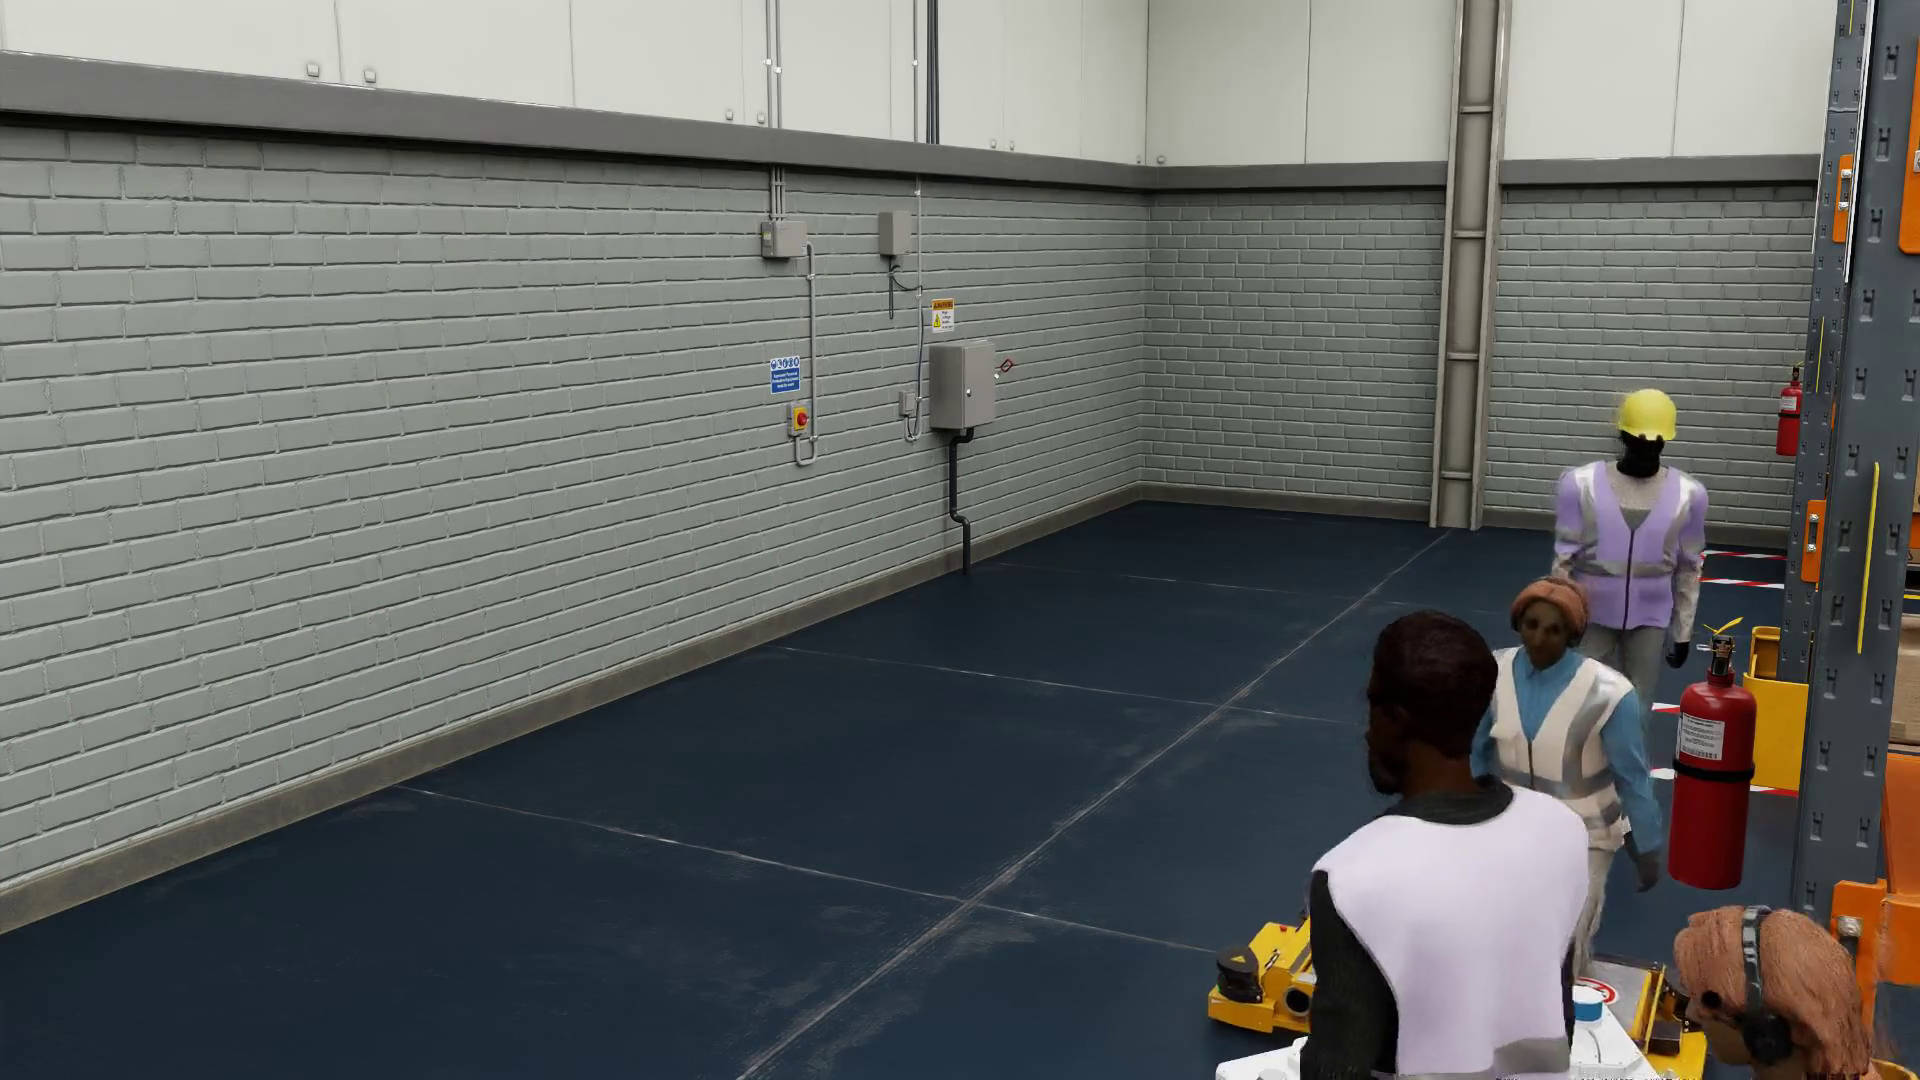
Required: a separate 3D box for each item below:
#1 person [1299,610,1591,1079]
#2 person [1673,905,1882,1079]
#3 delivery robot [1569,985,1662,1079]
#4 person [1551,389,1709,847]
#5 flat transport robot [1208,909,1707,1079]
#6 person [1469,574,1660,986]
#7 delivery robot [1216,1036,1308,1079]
[{"bbox_3d":[0.808,1.070,2.803,0.614,1.904,0.437,-7,13,-34],"label":"person"},{"bbox_3d":[1.244,1.297,2.344,0.723,1.608,0.535,9,14,40],"label":"person"},{"bbox_3d":[1.613,1.411,4.348,0.477,0.478,0.707,0,10,2],"label":"delivery robot"},{"bbox_3d":[2.773,0.302,6.980,0.614,1.904,0.619,3,11,14],"label":"person"},{"bbox_3d":[1.569,1.437,5.239,1.431,0.197,0.652,5,12,27],"label":"flat transport robot"},{"bbox_3d":[1.719,0.853,4.855,0.920,1.575,0.568,-8,13,-39],"label":"person"},{"bbox_3d":[1.011,1.428,4.256,0.707,0.478,0.477,-5,11,-24],"label":"delivery robot"}]
